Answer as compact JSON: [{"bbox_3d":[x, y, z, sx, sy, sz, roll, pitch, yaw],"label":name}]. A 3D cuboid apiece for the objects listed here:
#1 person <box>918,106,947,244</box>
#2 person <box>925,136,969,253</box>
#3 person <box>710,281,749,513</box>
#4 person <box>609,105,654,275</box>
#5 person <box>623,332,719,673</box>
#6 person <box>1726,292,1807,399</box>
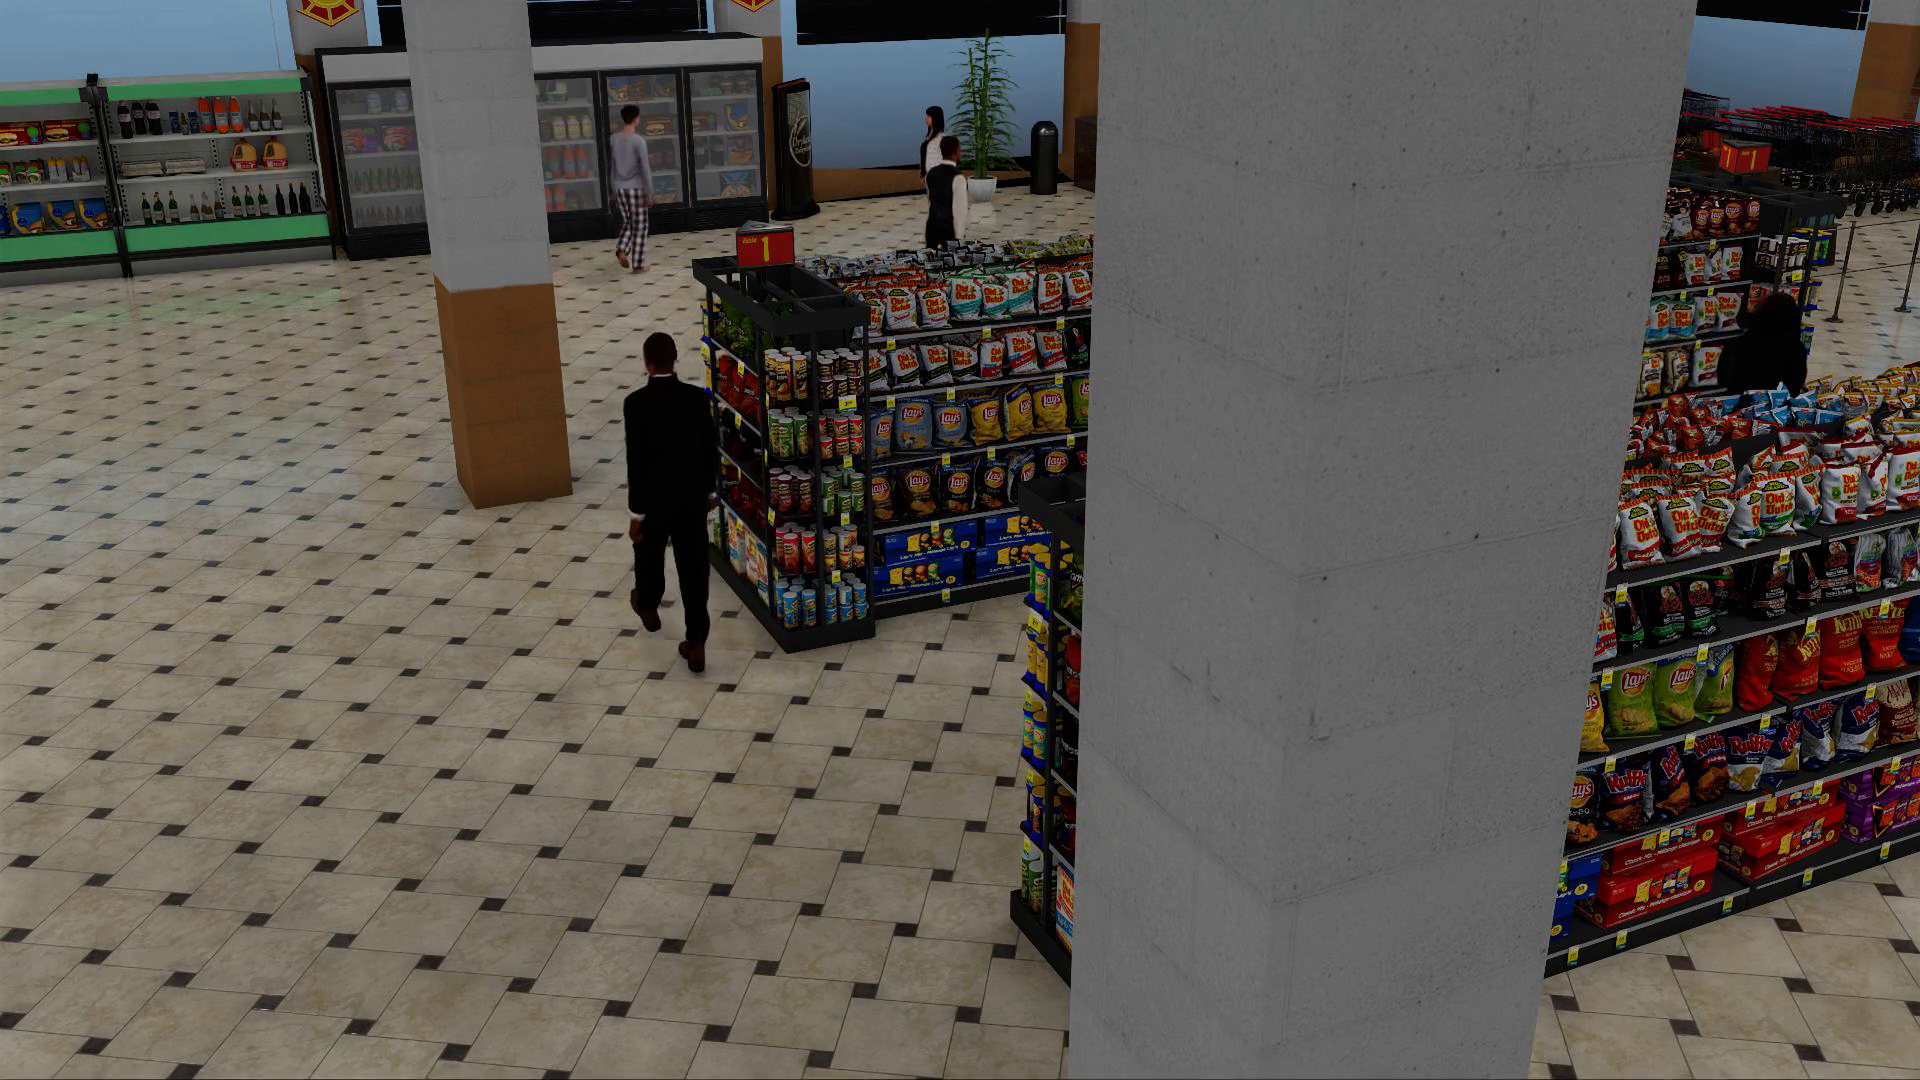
[{"bbox_3d":[-0.296,-4.339,19.826,0.545,1.638,0.616,-11,24,-26],"label":"person"},{"bbox_3d":[-0.193,-2.826,15.710,0.831,1.900,0.858,17,27,36],"label":"person"},{"bbox_3d":[-1.574,-0.903,11.229,0.776,1.671,0.837,16,27,34],"label":"person"},{"bbox_3d":[-3.662,-3.823,18.275,0.833,1.836,0.891,10,24,23],"label":"person"},{"bbox_3d":[-1.546,-0.165,9.133,1.078,1.865,0.788,-10,24,-24],"label":"person"},{"bbox_3d":[5.336,-0.826,11.167,1.159,1.575,0.754,-14,26,-32],"label":"person"}]
